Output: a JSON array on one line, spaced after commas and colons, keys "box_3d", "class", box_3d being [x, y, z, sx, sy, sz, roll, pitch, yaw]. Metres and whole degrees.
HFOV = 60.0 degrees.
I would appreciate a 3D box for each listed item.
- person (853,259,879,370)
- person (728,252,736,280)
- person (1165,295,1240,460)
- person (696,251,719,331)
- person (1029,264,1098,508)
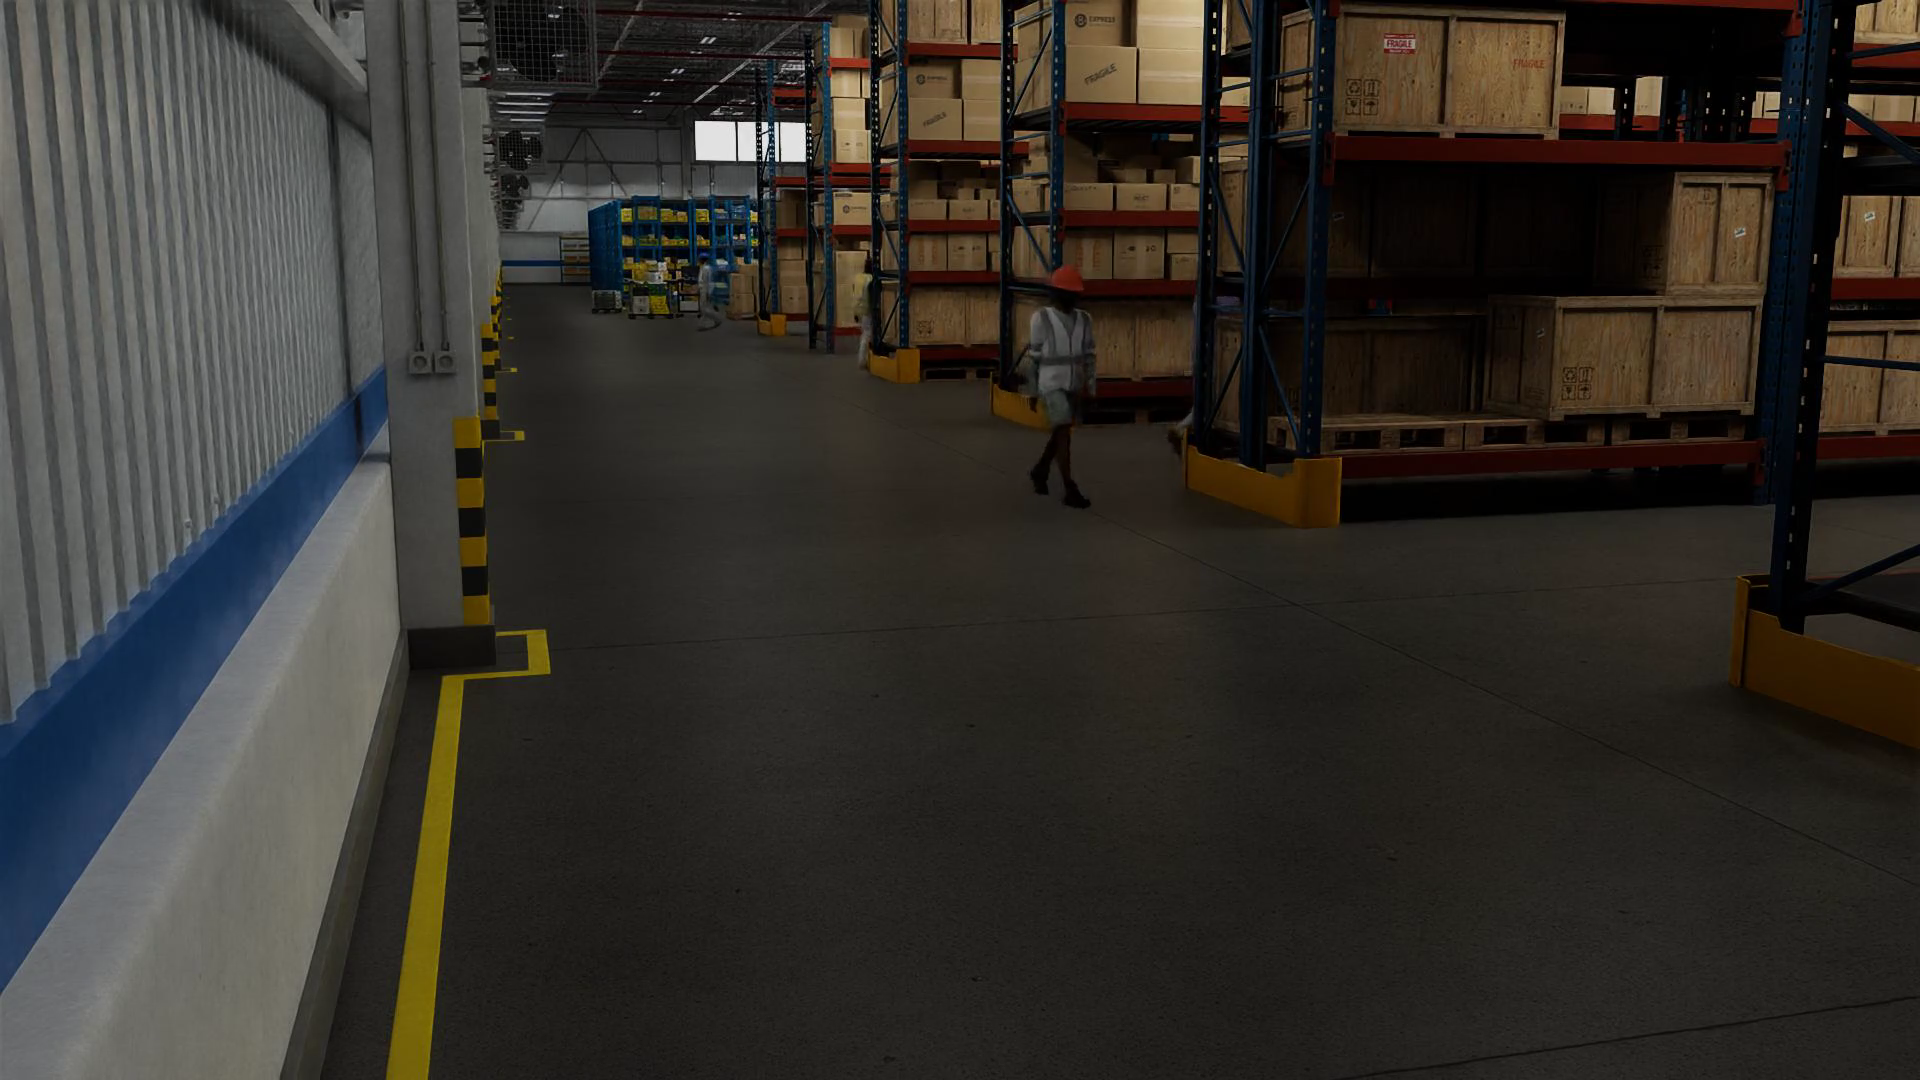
[{"box_3d": [-1.501, -3.692, 27.287, 0.487, 1.814, 0.669, -7, 12, -33], "class": "person"}, {"box_3d": [-8.720, -10.103, 63.571, 0.826, 1.811, 0.605, -5, 11, -28], "class": "person"}, {"box_3d": [2.368, -1.694, 15.730, 0.904, 1.914, 0.627, -3, 10, -16], "class": "person"}, {"box_3d": [-6.099, -5.980, 39.959, 0.529, 1.914, 0.694, -3, 11, -19], "class": "person"}, {"box_3d": [0.784, -1.237, 13.202, 0.553, 1.895, 0.967, -5, 11, -28], "class": "person"}]
